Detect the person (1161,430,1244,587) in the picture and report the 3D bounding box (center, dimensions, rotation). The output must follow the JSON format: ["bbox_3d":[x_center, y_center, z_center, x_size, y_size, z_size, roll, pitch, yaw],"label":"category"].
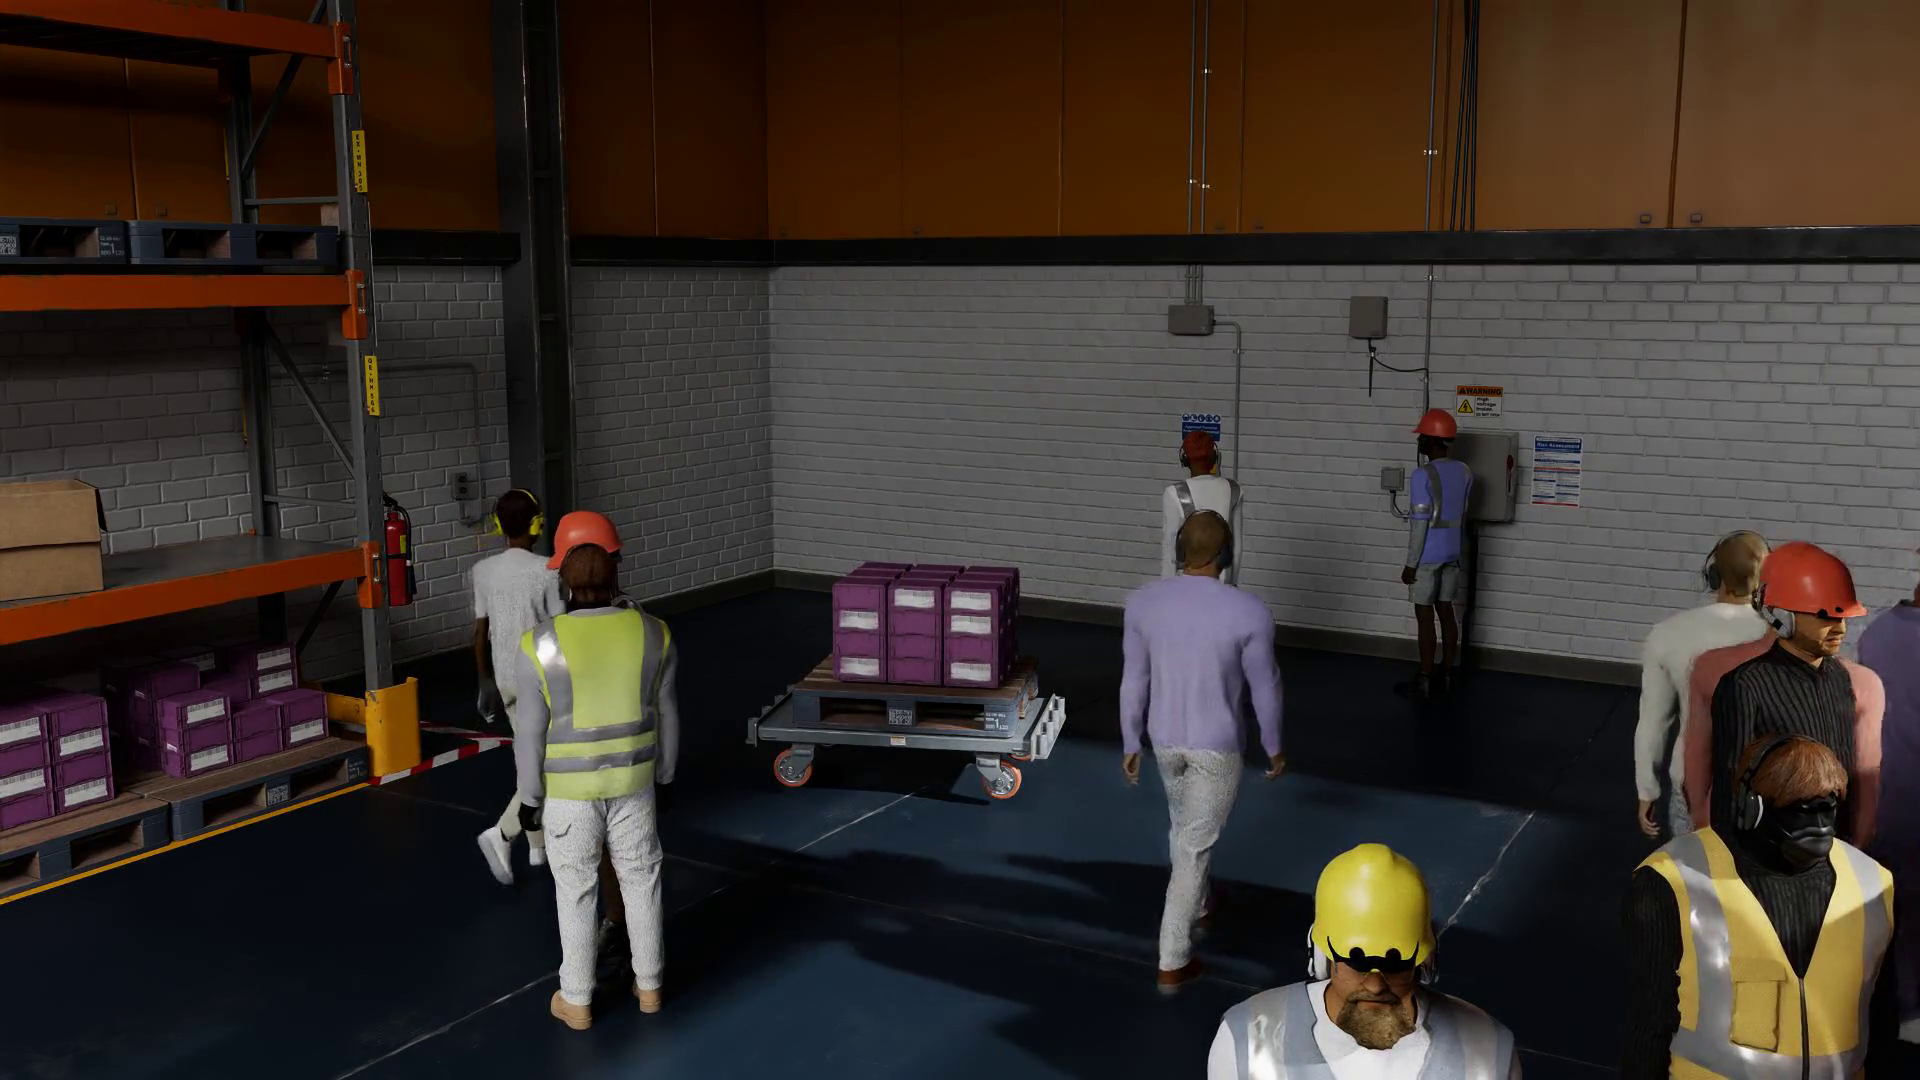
[{"bbox_3d":[1.484,0.258,10.293,0.573,1.885,0.356,-4,10,-23],"label":"person"}]

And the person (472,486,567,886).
[{"bbox_3d":[-2.047,0.683,7.751,0.528,1.851,0.698,4,10,21],"label":"person"}]

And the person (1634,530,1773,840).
[{"bbox_3d":[2.855,0.908,6.126,0.640,1.915,0.696,6,11,33],"label":"person"}]

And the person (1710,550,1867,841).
[{"bbox_3d":[2.596,1.013,5.240,0.613,1.994,0.381,-5,10,-29],"label":"person"}]

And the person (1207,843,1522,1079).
[{"bbox_3d":[0.733,1.441,3.075,0.599,1.832,0.404,0,9,3],"label":"person"}]

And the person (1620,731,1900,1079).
[{"bbox_3d":[1.817,1.328,3.798,0.618,1.836,0.430,0,9,1],"label":"person"}]

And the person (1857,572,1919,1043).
[{"bbox_3d":[3.473,0.937,6.080,0.488,1.886,0.651,1,9,7],"label":"person"}]

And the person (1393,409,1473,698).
[{"bbox_3d":[3.172,0.089,11.173,0.551,1.942,0.345,-7,11,-37],"label":"person"}]

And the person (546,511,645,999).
[{"bbox_3d":[-1.406,0.836,6.559,0.385,1.927,0.545,-6,11,-32],"label":"person"}]

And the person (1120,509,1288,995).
[{"bbox_3d":[1.027,0.816,6.783,0.634,1.895,0.963,7,11,37],"label":"person"}]

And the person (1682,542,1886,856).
[{"bbox_3d":[2.779,0.970,5.616,0.629,1.953,0.886,8,12,39],"label":"person"}]

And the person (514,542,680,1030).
[{"bbox_3d":[-1.374,0.920,6.307,0.634,1.839,0.429,-5,10,-28],"label":"person"}]
